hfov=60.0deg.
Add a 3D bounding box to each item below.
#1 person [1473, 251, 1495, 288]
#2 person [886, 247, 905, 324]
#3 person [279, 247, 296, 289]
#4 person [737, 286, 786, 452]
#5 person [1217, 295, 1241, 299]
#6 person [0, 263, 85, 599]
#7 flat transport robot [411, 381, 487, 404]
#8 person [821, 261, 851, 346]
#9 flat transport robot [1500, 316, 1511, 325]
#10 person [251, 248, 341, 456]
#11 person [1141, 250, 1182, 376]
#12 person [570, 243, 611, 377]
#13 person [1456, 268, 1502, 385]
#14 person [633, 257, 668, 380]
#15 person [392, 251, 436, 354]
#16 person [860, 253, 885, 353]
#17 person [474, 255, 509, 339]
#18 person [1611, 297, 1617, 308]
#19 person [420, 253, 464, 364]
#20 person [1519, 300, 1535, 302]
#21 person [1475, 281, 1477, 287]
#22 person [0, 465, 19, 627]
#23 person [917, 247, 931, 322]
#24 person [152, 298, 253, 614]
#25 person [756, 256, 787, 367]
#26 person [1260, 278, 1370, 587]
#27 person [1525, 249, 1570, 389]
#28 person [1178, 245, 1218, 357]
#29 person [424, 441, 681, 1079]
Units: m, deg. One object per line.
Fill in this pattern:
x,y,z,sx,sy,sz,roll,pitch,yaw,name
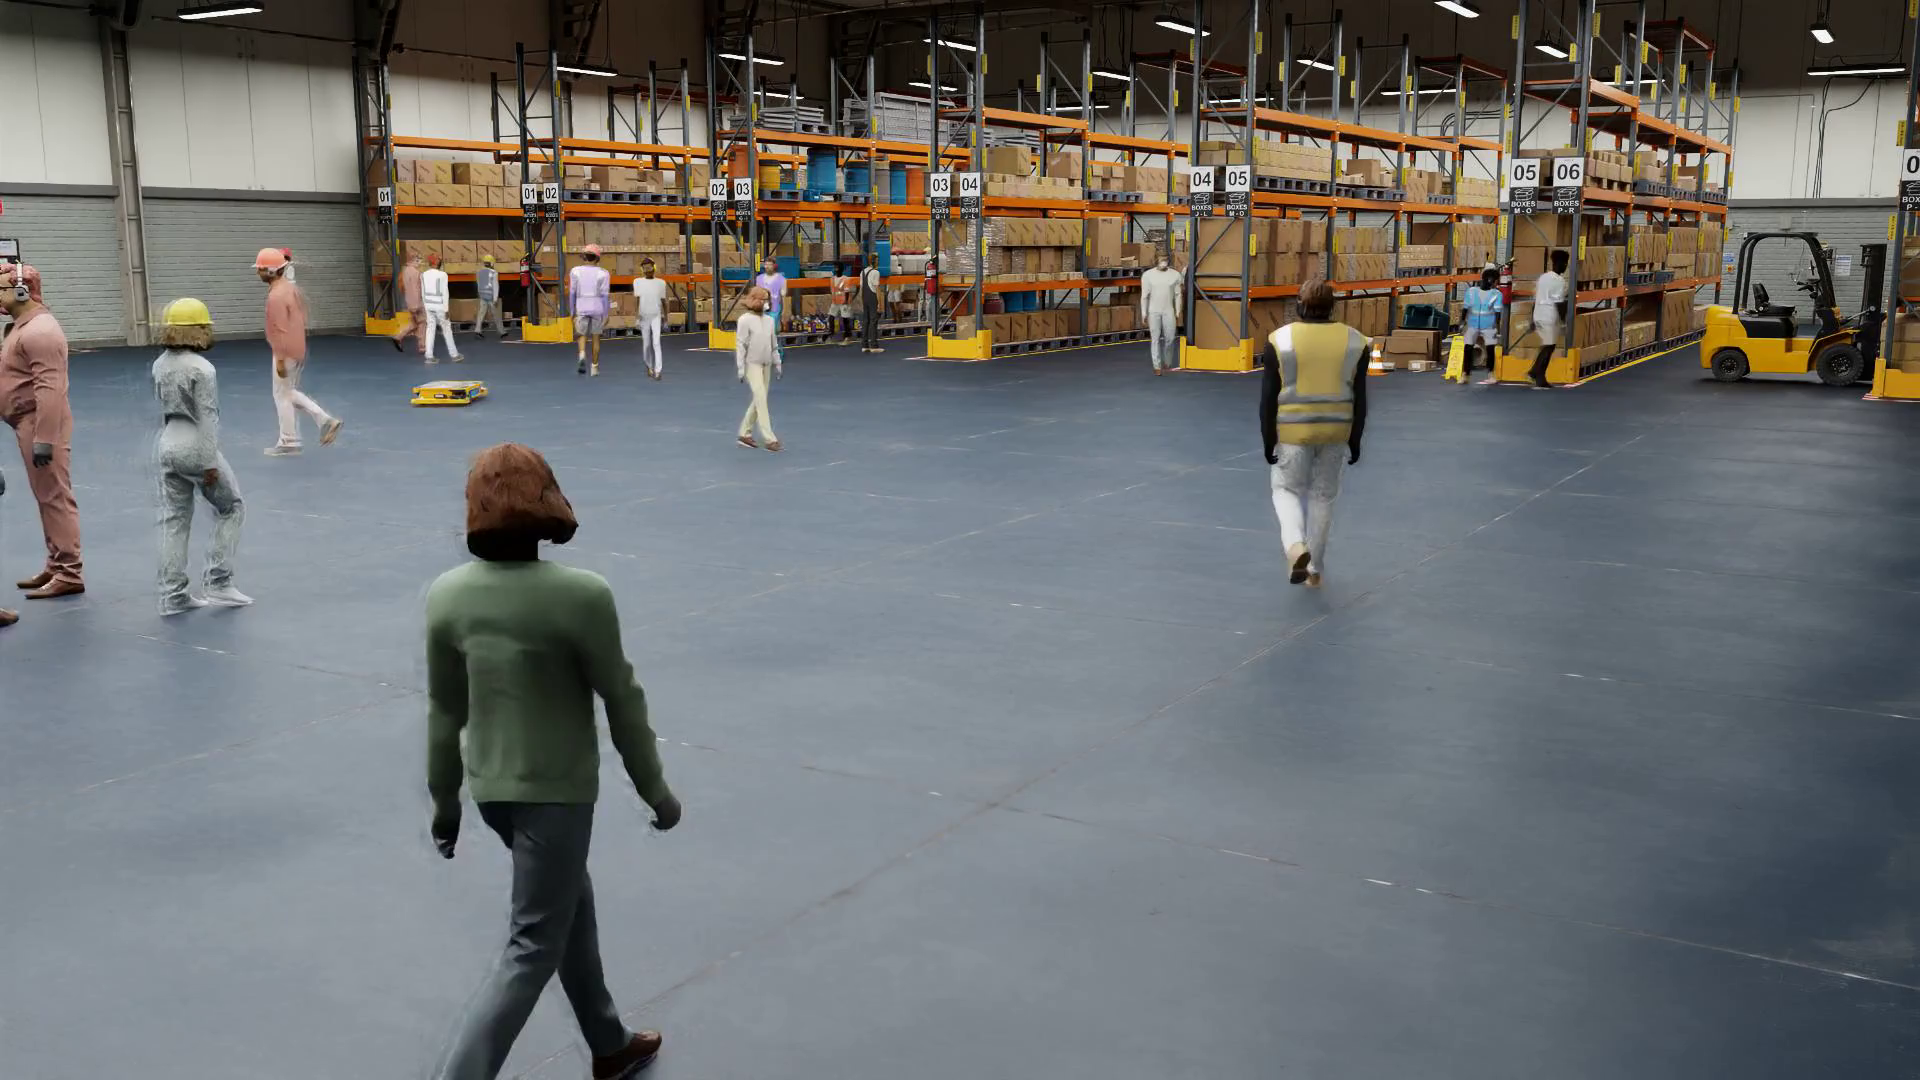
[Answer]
12.332,-5.886,39.181,0.509,1.860,0.334,2,10,13,person
-1.545,-5.983,39.493,0.549,1.938,0.370,9,14,42,person
-13.585,-4.927,33.572,0.548,1.936,0.378,5,11,26,person
-1.961,-1.682,16.328,0.632,1.615,0.518,6,12,32,person
5.352,-4.739,32.673,0.540,1.900,0.996,4,11,23,person
-5.307,-0.620,9.542,0.399,1.908,0.643,-6,12,-32,person
-6.518,-1.892,21.246,0.652,0.197,1.431,-1,10,-4,flat transport robot
-2.421,-4.607,32.506,0.558,1.664,0.756,8,13,38,person
13.418,-5.383,40.796,0.652,0.197,1.431,4,11,22,flat transport robot
-6.354,-1.781,15.830,0.611,1.978,0.639,-1,10,-6,person
3.065,-3.452,25.349,0.639,1.928,0.462,0,10,-1,person
-5.595,-3.470,25.185,0.633,2.019,0.541,0,10,-2,person
7.438,-3.041,23.765,0.589,1.676,0.327,5,11,28,person
-4.628,-3.319,24.911,0.496,1.828,0.897,-2,10,-8,person
-9.960,-4.307,30.261,0.635,1.888,0.643,-7,12,-33,person
-1.643,-4.384,30.800,0.339,1.842,0.507,-10,14,-43,person
-9.997,-5.140,35.224,0.601,1.782,0.979,5,11,24,person
16.187,-6.109,40.542,0.635,1.820,0.738,-8,13,-37,person
-8.793,-3.903,28.073,0.604,1.850,0.811,4,11,22,person
12.169,-5.275,35.647,0.690,1.903,0.415,-3,11,-18,person
13.071,-6.392,41.979,0.882,1.888,0.597,3,11,18,person
-5.105,-0.405,8.435,0.718,1.864,0.810,6,12,29,person
-0.836,-6.392,41.851,0.587,1.920,0.384,7,12,35,person
-4.192,-0.460,9.157,0.498,1.724,0.563,5,11,24,person
-3.053,-3.710,27.086,0.570,1.820,0.838,6,12,30,person
2.059,-0.600,9.678,0.624,1.829,0.546,0,10,1,person
8.178,-3.054,23.076,0.467,1.939,0.686,-2,10,-9,person
4.107,-4.132,28.832,0.702,2.000,0.984,5,11,24,person
-0.984,0.577,3.701,0.519,1.591,0.850,6,12,30,person
